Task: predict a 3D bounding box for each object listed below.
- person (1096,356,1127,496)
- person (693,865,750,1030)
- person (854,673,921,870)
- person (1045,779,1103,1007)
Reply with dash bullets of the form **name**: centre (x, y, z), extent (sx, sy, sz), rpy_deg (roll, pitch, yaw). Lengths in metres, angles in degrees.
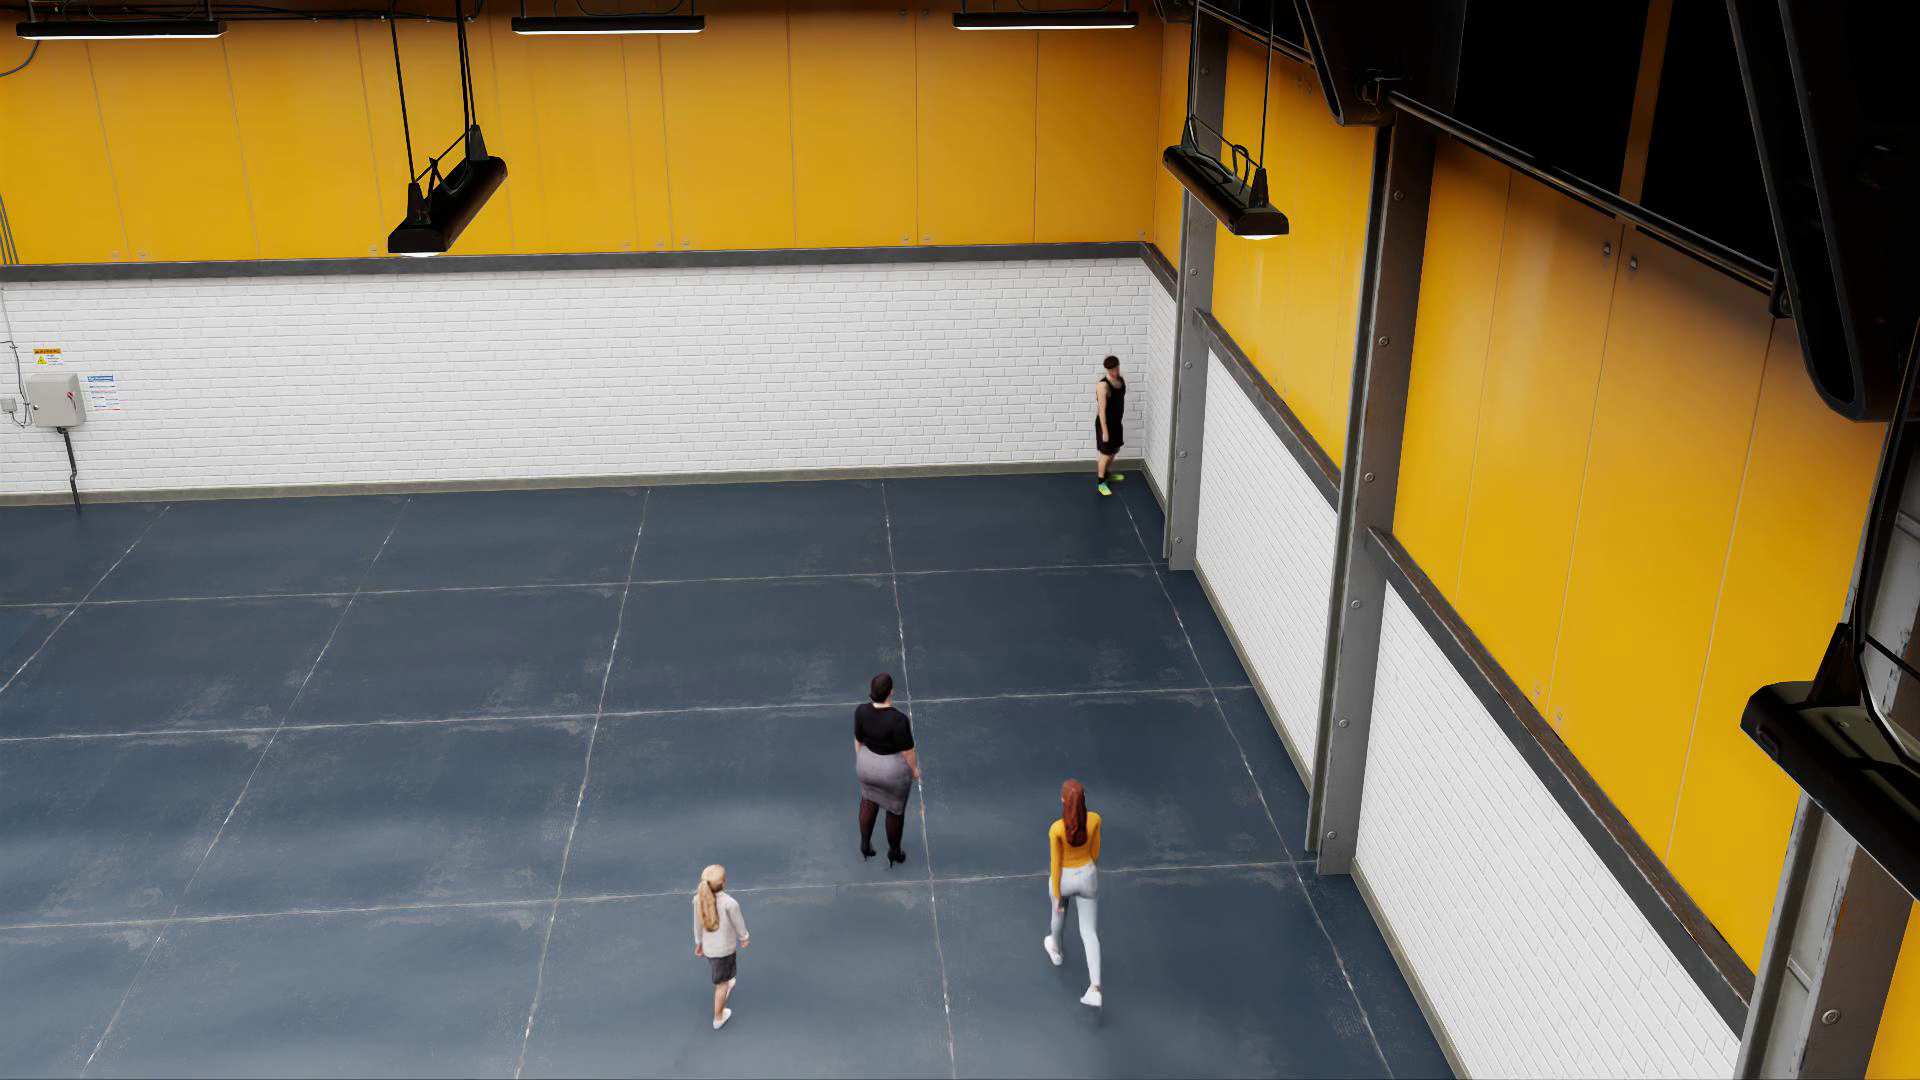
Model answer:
- **person**: centre (1.869, -1.469, 20.927), extent (0.987, 1.851, 0.874), rpy_deg (9, 25, 19)
- **person**: centre (-1.722, 2.880, 11.720), extent (0.687, 1.257, 0.806), rpy_deg (10, 26, 22)
- **person**: centre (-0.631, 1.887, 13.370), extent (0.784, 1.755, 0.811), rpy_deg (13, 27, 28)
- **person**: centre (0.867, 2.538, 11.935), extent (0.739, 1.712, 1.229), rpy_deg (-6, 24, -14)
